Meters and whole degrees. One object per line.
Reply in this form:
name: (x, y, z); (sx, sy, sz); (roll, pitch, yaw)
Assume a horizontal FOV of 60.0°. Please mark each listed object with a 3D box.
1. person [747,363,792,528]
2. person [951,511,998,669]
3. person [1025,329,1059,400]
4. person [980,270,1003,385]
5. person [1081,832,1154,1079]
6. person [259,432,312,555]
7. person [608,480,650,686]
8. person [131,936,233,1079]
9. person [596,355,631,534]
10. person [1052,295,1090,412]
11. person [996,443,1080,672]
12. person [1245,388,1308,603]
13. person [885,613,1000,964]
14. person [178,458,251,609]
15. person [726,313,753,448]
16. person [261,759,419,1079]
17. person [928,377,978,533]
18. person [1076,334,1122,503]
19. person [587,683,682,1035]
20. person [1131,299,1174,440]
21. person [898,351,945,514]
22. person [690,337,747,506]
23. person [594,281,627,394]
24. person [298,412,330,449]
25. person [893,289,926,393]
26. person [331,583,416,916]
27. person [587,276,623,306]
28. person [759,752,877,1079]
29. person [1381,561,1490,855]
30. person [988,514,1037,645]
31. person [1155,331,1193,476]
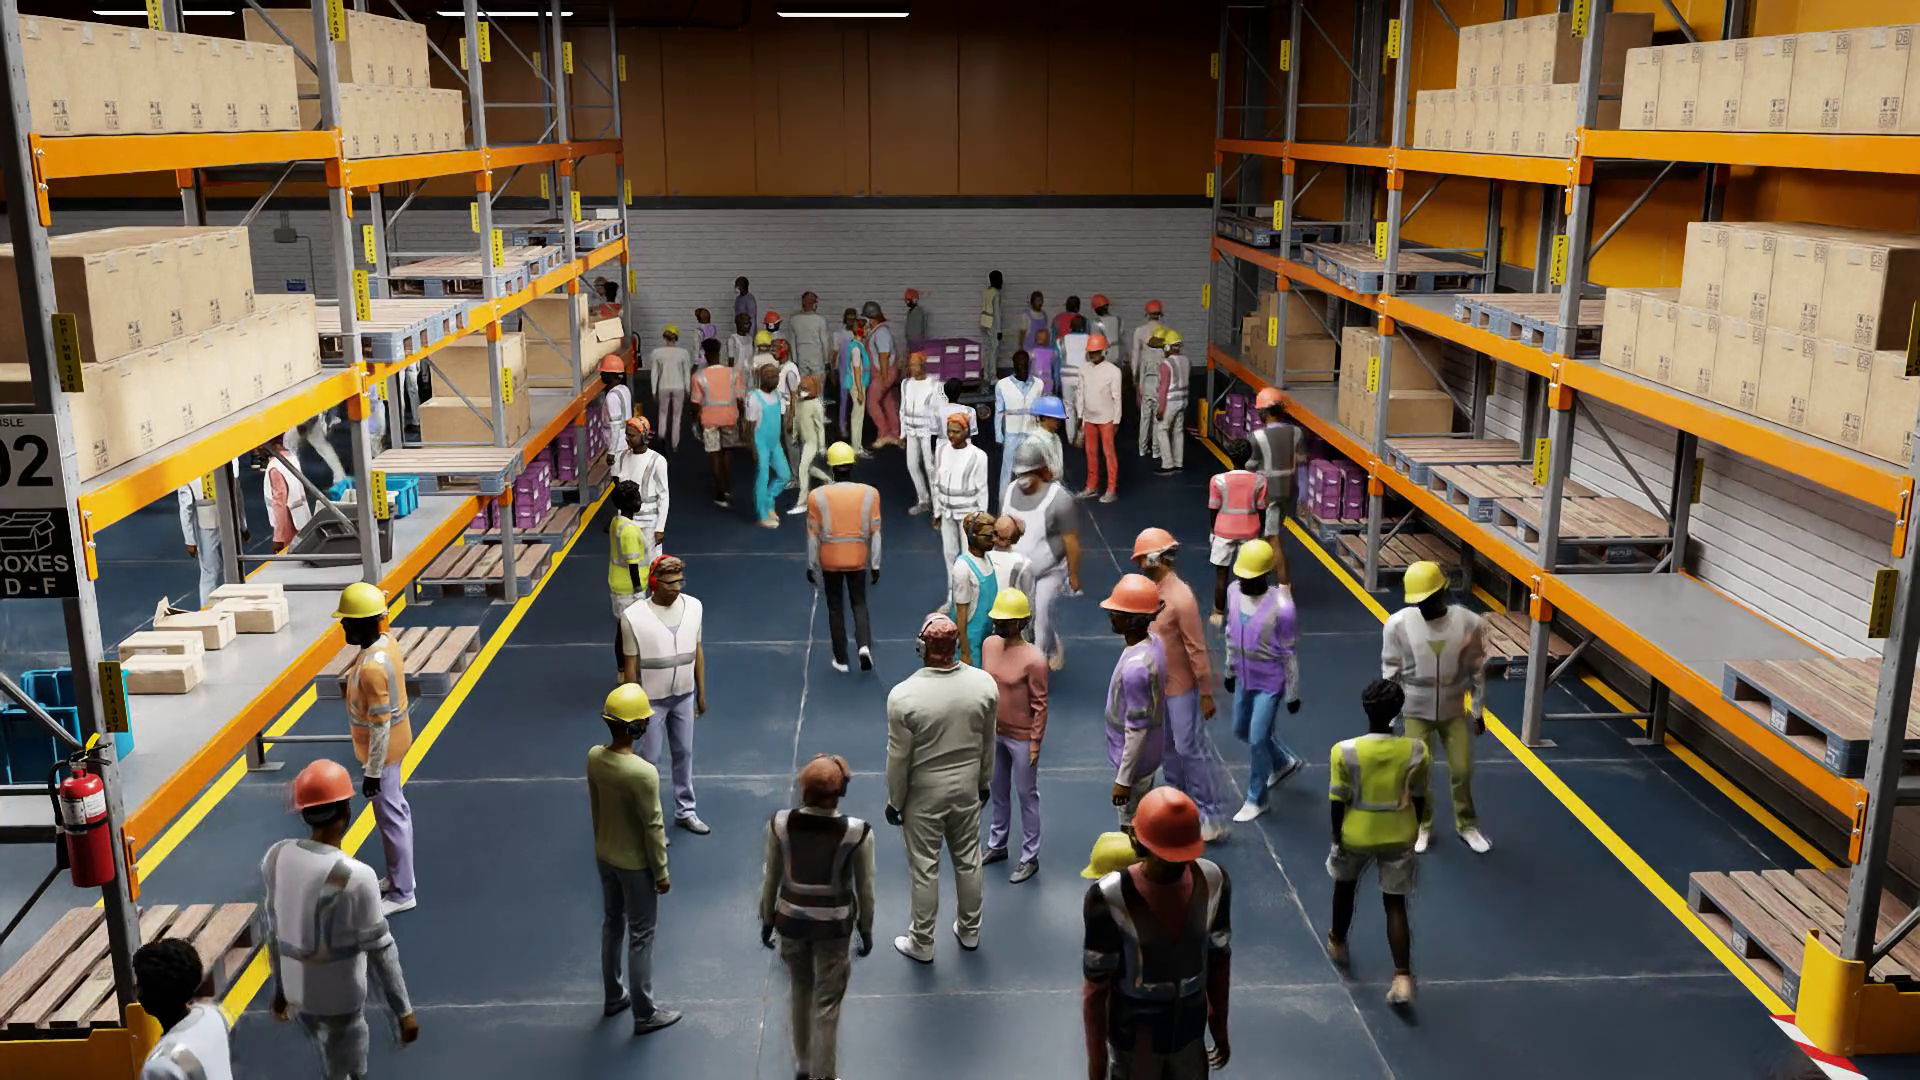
person: (-2.084, -1.019, 18.146); (0.421, 1.826, 0.547); (10, 17, 33)
person: (0.104, 0.697, 11.374); (0.326, 1.843, 0.515); (5, 15, 19)
person: (1.091, -2.061, 22.632); (0.540, 1.621, 0.380); (-2, 14, -9)
person: (0.554, -3.575, 27.996); (0.375, 1.917, 0.599); (-5, 15, -19)
person: (0.674, 1.986, 6.540); (0.467, 1.750, 0.579); (0, 14, 0)
person: (-5.812, -0.096, 14.371); (0.410, 1.907, 0.599); (-3, 15, -12)
person: (-2.570, 0.365, 12.971); (0.320, 1.698, 0.531); (-6, 16, -23)
person: (-2.680, 2.194, 5.818); (0.421, 1.674, 0.560); (-1, 14, -5)
person: (-3.719, -1.039, 17.994); (0.351, 1.942, 0.547); (0, 14, 1)
person: (1.670, -2.769, 25.040); (0.631, 1.817, 0.769); (8, 16, 27)
person: (0.636, 0.152, 13.124); (0.686, 2.000, 0.940); (12, 19, 39)
person: (2.858, -0.430, 15.527); (0.621, 1.977, 1.063); (-6, 16, -24)
person: (-0.115, 1.312, 8.836); (0.643, 1.909, 0.410); (-8, 16, -28)
person: (-6.430, -0.090, 14.345); (0.402, 1.908, 0.598); (8, 16, 28)
person: (-2.971, -2.184, 22.710); (0.342, 1.840, 0.507); (8, 17, 30)
person: (-2.476, 1.823, 6.842); (0.640, 1.895, 0.727); (8, 16, 29)
person: (-0.068, -0.911, 17.981); (0.540, 1.696, 0.316); (1, 14, 3)
person: (1.611, -1.422, 19.433); (0.616, 1.984, 0.430); (13, 19, 42)
person: (-1.612, 1.556, 8.182); (0.526, 1.760, 0.332); (13, 19, 42)
person: (2.682, -2.320, 22.949); (0.619, 1.982, 0.616); (-3, 15, -12)
person: (-0.393, -1.187, 18.750); (0.695, 1.860, 0.337); (10, 17, 34)
person: (-2.856, -1.400, 19.418); (0.633, 1.928, 0.785); (-6, 16, -23)
person: (-5.402, -3.019, 25.726); (0.653, 1.963, 0.369); (-1, 14, -5)
person: (-8.965, -2.205, 22.887); (0.616, 1.794, 0.929); (3, 15, 12)
person: (-0.662, -3.247, 27.142); (0.889, 1.715, 0.563); (-7, 16, -25)
person: (-3.273, 1.170, 9.351); (0.363, 1.928, 0.587); (-4, 15, -14)
person: (-5.834, -3.365, 27.237); (0.658, 1.895, 0.404); (1, 14, 4)
person: (-0.641, 1.772, 7.621); (0.532, 1.608, 0.530); (3, 15, 13)
person: (2.865, 1.021, 10.039); (0.666, 1.875, 0.448); (1, 14, 4)
person: (0.317, 0.629, 12.123); (0.530, 1.647, 0.390); (8, 16, 28)
person: (2.670, -1.707, 20.889); (0.403, 1.814, 0.605); (12, 19, 39)
